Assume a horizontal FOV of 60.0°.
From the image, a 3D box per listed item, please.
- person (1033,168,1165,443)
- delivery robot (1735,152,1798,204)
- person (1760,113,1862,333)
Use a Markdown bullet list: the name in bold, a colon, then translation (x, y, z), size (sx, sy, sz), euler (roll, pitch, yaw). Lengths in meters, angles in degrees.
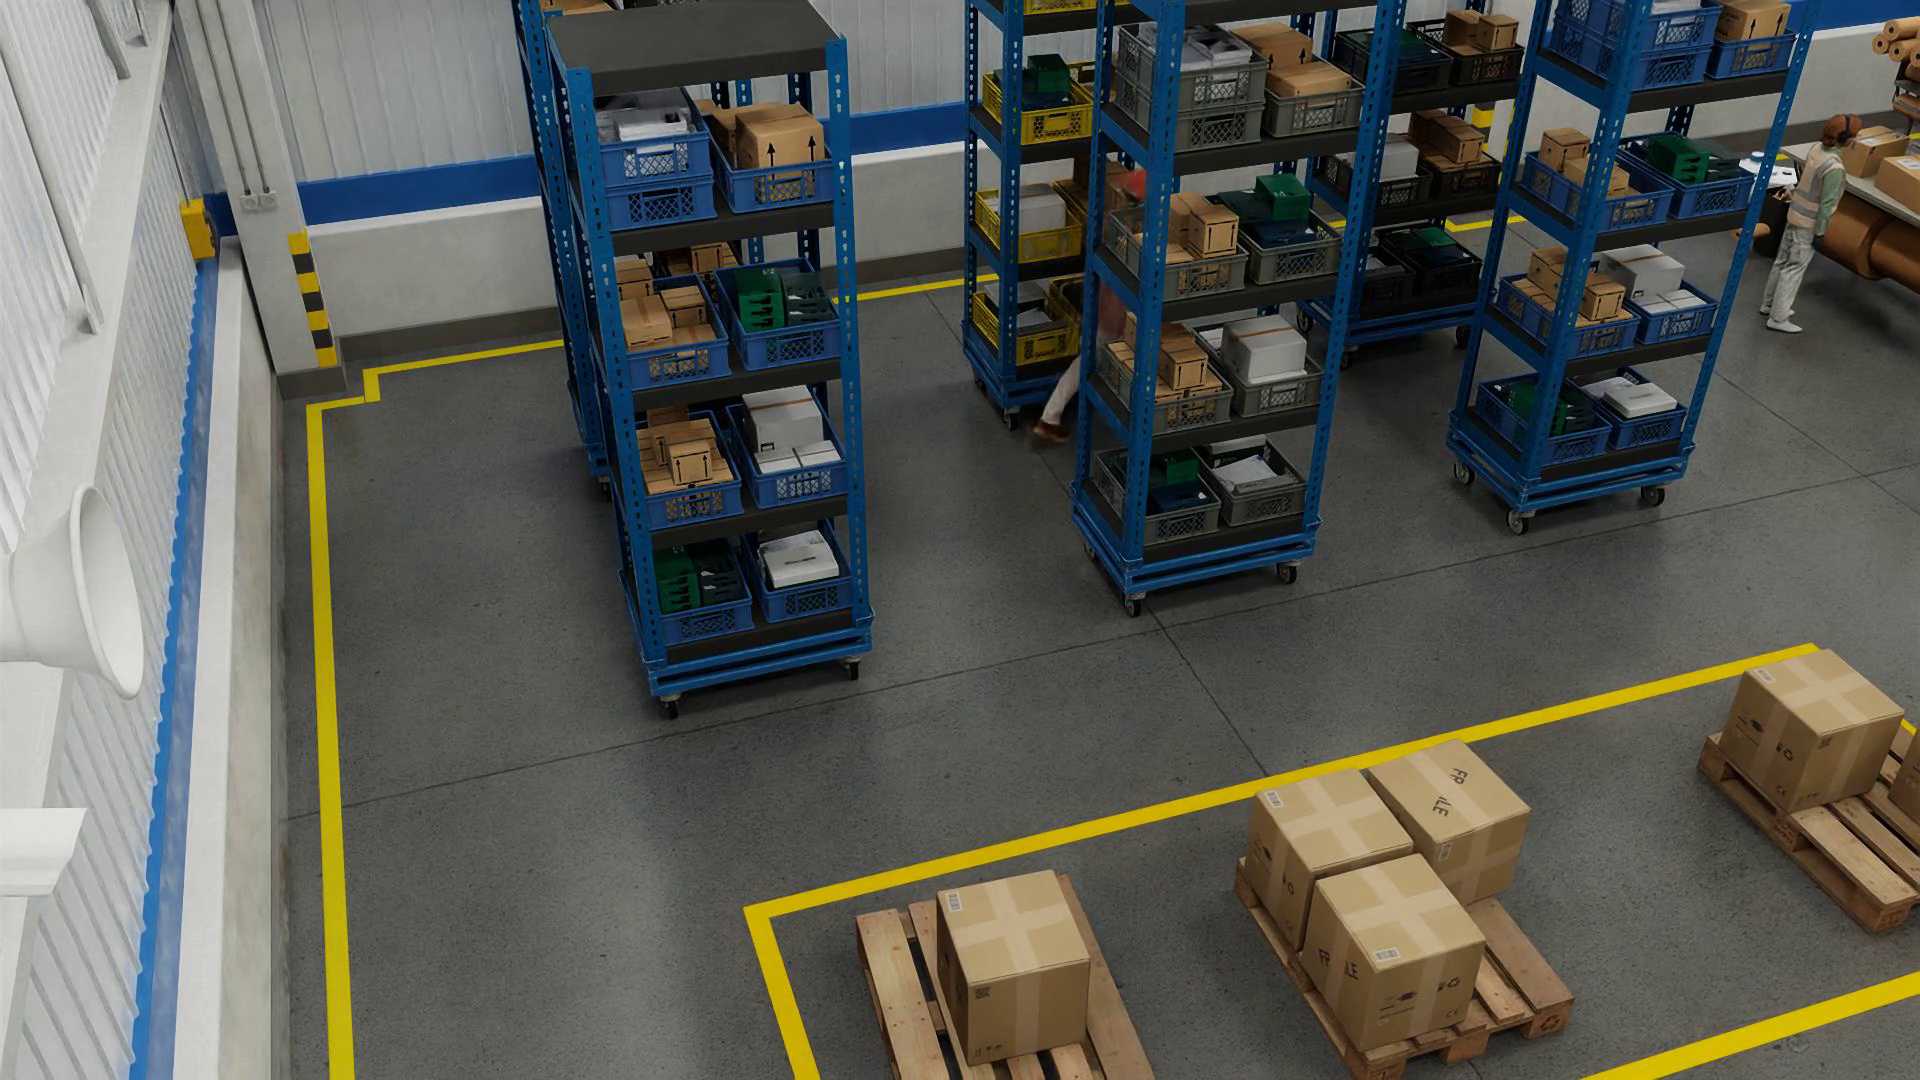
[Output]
- **person**: translation (0.970, -1.455, 10.670), size (1.035, 1.941, 0.619), euler (-10, 36, -13)
- **delivery robot**: translation (6.647, -3.018, 13.988), size (0.707, 0.478, 0.477), euler (10, 36, 13)
- **person**: translation (6.195, -2.316, 12.141), size (0.314, 1.636, 0.518), euler (5, 35, 7)
